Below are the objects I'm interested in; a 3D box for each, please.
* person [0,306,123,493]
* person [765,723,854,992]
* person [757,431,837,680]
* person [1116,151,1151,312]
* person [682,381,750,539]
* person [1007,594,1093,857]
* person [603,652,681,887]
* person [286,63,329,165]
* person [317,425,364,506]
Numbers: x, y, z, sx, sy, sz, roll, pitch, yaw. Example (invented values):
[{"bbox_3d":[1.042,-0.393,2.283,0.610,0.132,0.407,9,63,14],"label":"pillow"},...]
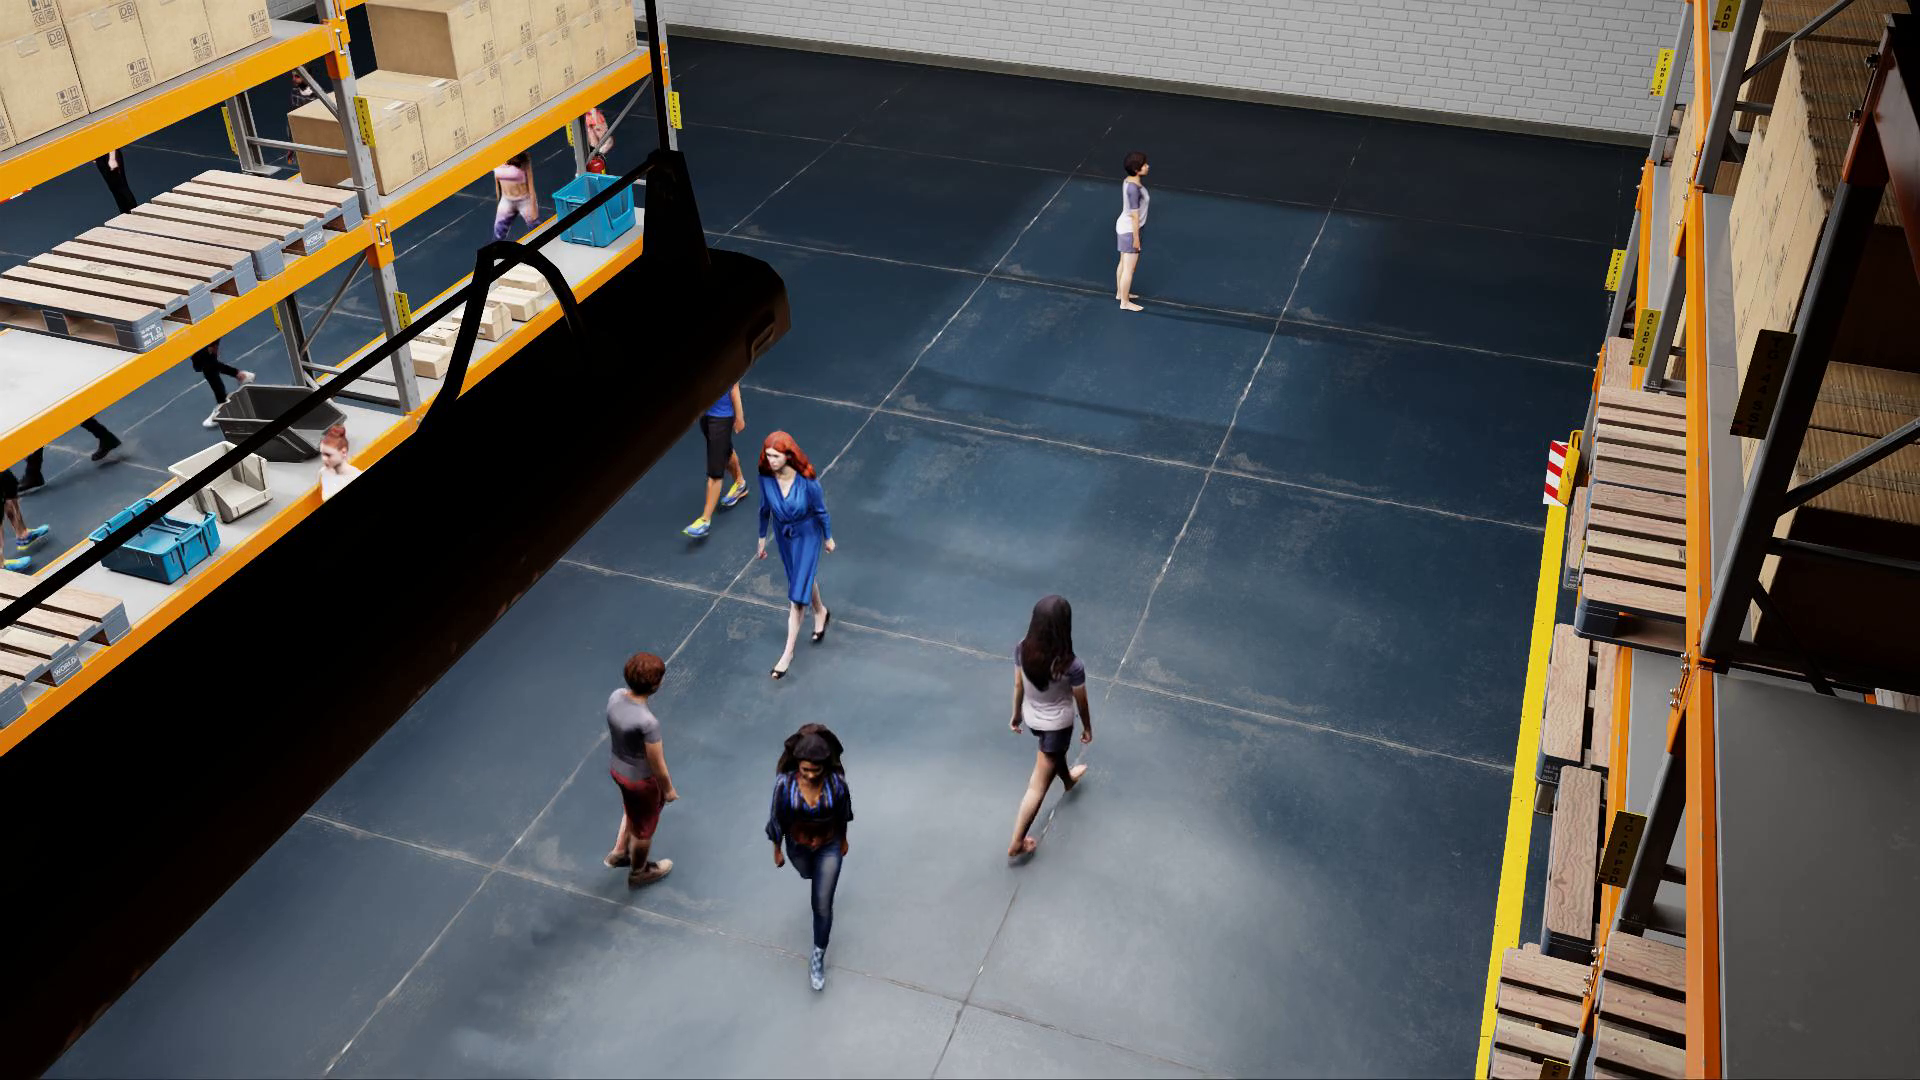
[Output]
[{"bbox_3d":[-7.292,-1.253,13.332,0.923,1.648,1.221,28,43,35],"label":"person"},{"bbox_3d":[-0.795,1.616,9.072,0.883,1.584,1.153,1,34,1],"label":"person"},{"bbox_3d":[-1.049,0.000,11.324,0.699,1.784,1.069,14,36,20],"label":"person"},{"bbox_3d":[1.655,-3.002,16.038,0.701,1.566,0.581,-2,34,-3],"label":"person"},{"bbox_3d":[-1.833,-0.999,12.795,0.780,1.820,1.222,19,38,26],"label":"person"},{"bbox_3d":[0.468,1.124,9.757,0.844,1.646,1.231,23,40,30],"label":"person"},{"bbox_3d":[-1.895,1.368,9.404,0.839,1.629,0.781,-26,42,-33],"label":"person"},{"bbox_3d":[-6.695,-4.178,17.618,0.804,1.774,1.173,18,38,25],"label":"person"},{"bbox_3d":[-4.049,-0.023,11.361,0.609,1.782,0.772,15,37,22],"label":"person"}]
